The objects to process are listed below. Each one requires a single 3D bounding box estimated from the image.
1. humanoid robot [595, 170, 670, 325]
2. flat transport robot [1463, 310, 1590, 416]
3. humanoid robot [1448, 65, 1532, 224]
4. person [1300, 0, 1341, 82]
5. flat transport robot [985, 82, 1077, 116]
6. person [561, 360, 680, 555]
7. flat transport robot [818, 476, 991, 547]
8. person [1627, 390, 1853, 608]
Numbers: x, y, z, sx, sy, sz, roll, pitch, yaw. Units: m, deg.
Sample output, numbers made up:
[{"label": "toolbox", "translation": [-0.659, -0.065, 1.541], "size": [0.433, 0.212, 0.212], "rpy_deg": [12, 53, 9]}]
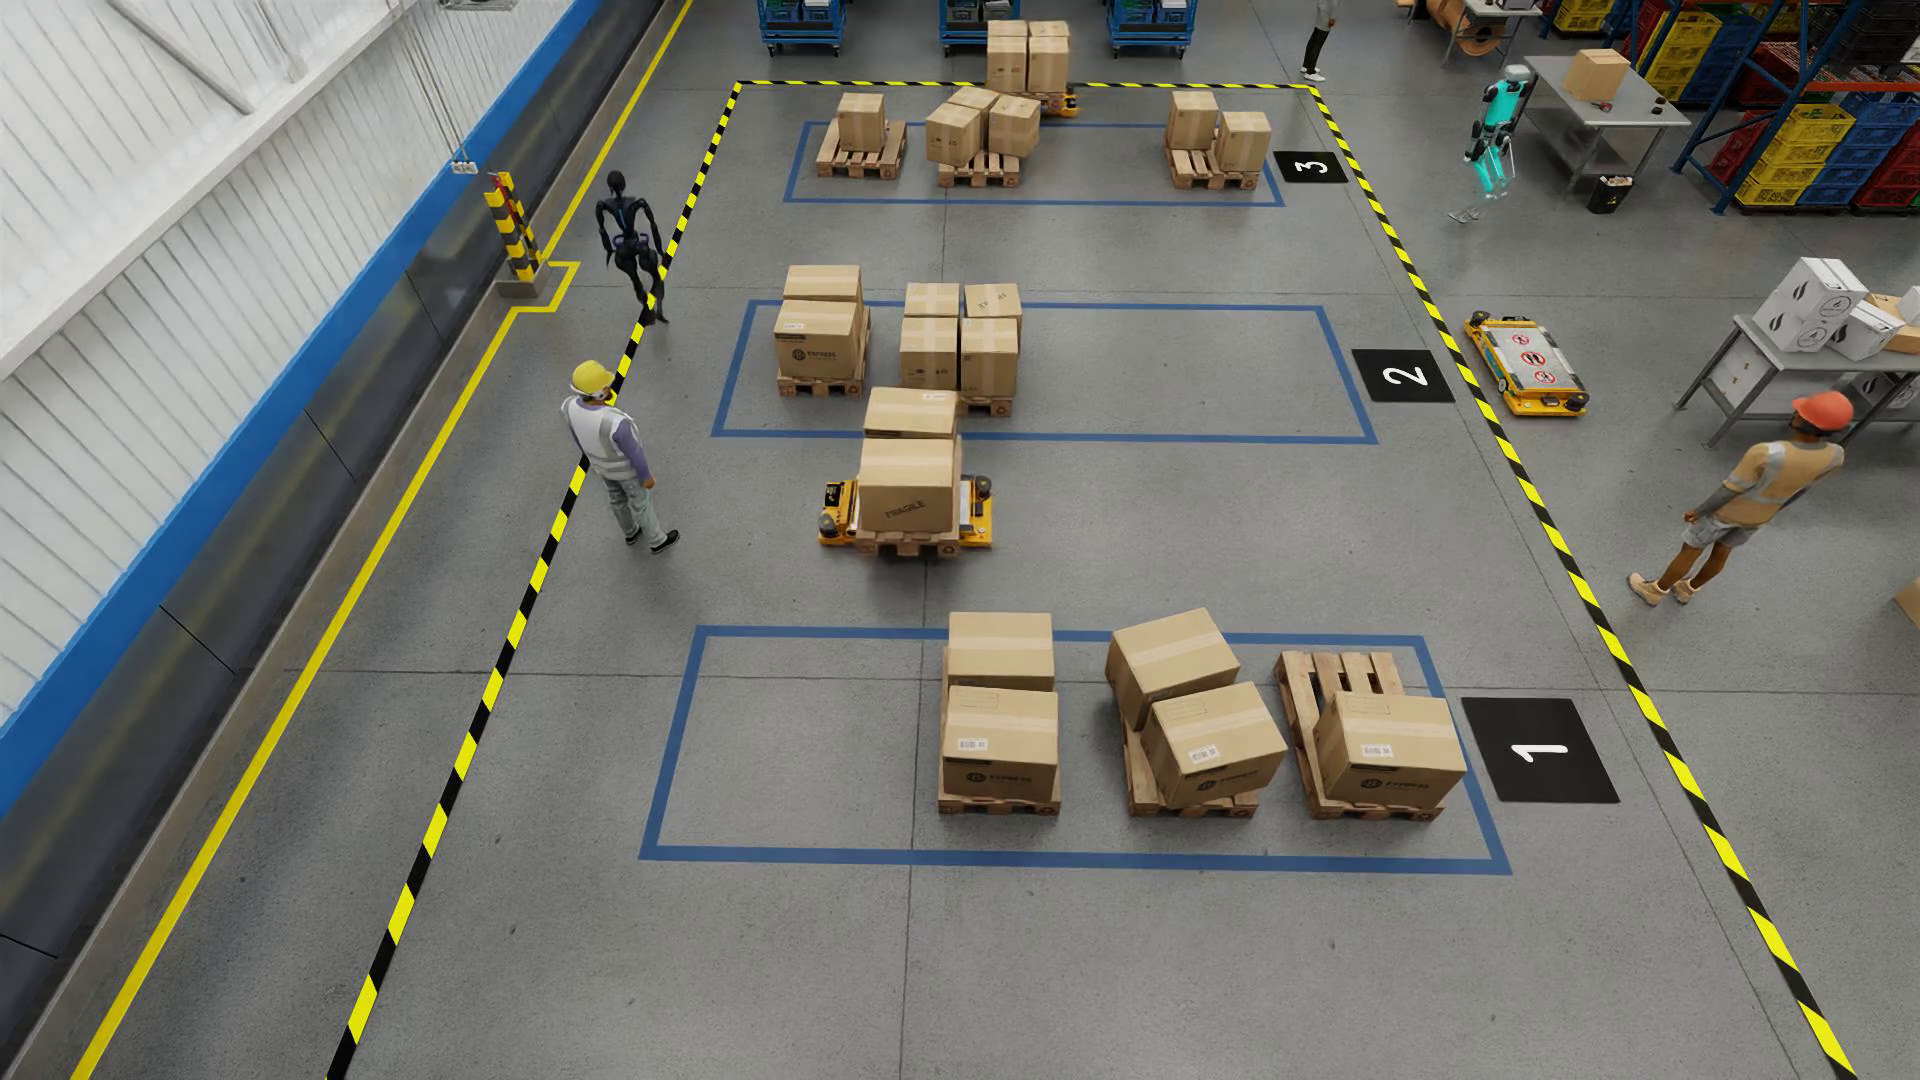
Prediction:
[{"label": "humanoid robot", "translation": [-3.235, -2.819, 9.044], "size": [0.600, 1.649, 0.464], "rpy_deg": [-8, 50, -7]}, {"label": "flat transport robot", "translation": [5.573, -1.757, 9.054], "size": [0.659, 0.231, 1.431], "rpy_deg": [1, 49, 1]}, {"label": "humanoid robot", "translation": [5.997, -4.312, 10.208], "size": [0.533, 1.673, 0.735], "rpy_deg": [-12, 50, -10]}, {"label": "person", "translation": [5.269, -7.545, 13.019], "size": [0.395, 1.849, 0.588], "rpy_deg": [3, 49, 3]}, {"label": "flat transport robot", "translation": [0.912, -6.217, 12.896], "size": [1.431, 0.197, 0.652], "rpy_deg": [1, 49, 1]}, {"label": "person", "translation": [-2.603, -0.603, 7.022], "size": [0.599, 1.827, 0.404], "rpy_deg": [21, 52, 17]}, {"label": "flat transport robot", "translation": [-0.451, -0.261, 7.741], "size": [1.431, 0.197, 0.652], "rpy_deg": [1, 49, 1]}, {"label": "person", "translation": [5.579, -0.243, 6.572], "size": [0.607, 2.043, 0.377], "rpy_deg": [-1, 49, -1]}]
